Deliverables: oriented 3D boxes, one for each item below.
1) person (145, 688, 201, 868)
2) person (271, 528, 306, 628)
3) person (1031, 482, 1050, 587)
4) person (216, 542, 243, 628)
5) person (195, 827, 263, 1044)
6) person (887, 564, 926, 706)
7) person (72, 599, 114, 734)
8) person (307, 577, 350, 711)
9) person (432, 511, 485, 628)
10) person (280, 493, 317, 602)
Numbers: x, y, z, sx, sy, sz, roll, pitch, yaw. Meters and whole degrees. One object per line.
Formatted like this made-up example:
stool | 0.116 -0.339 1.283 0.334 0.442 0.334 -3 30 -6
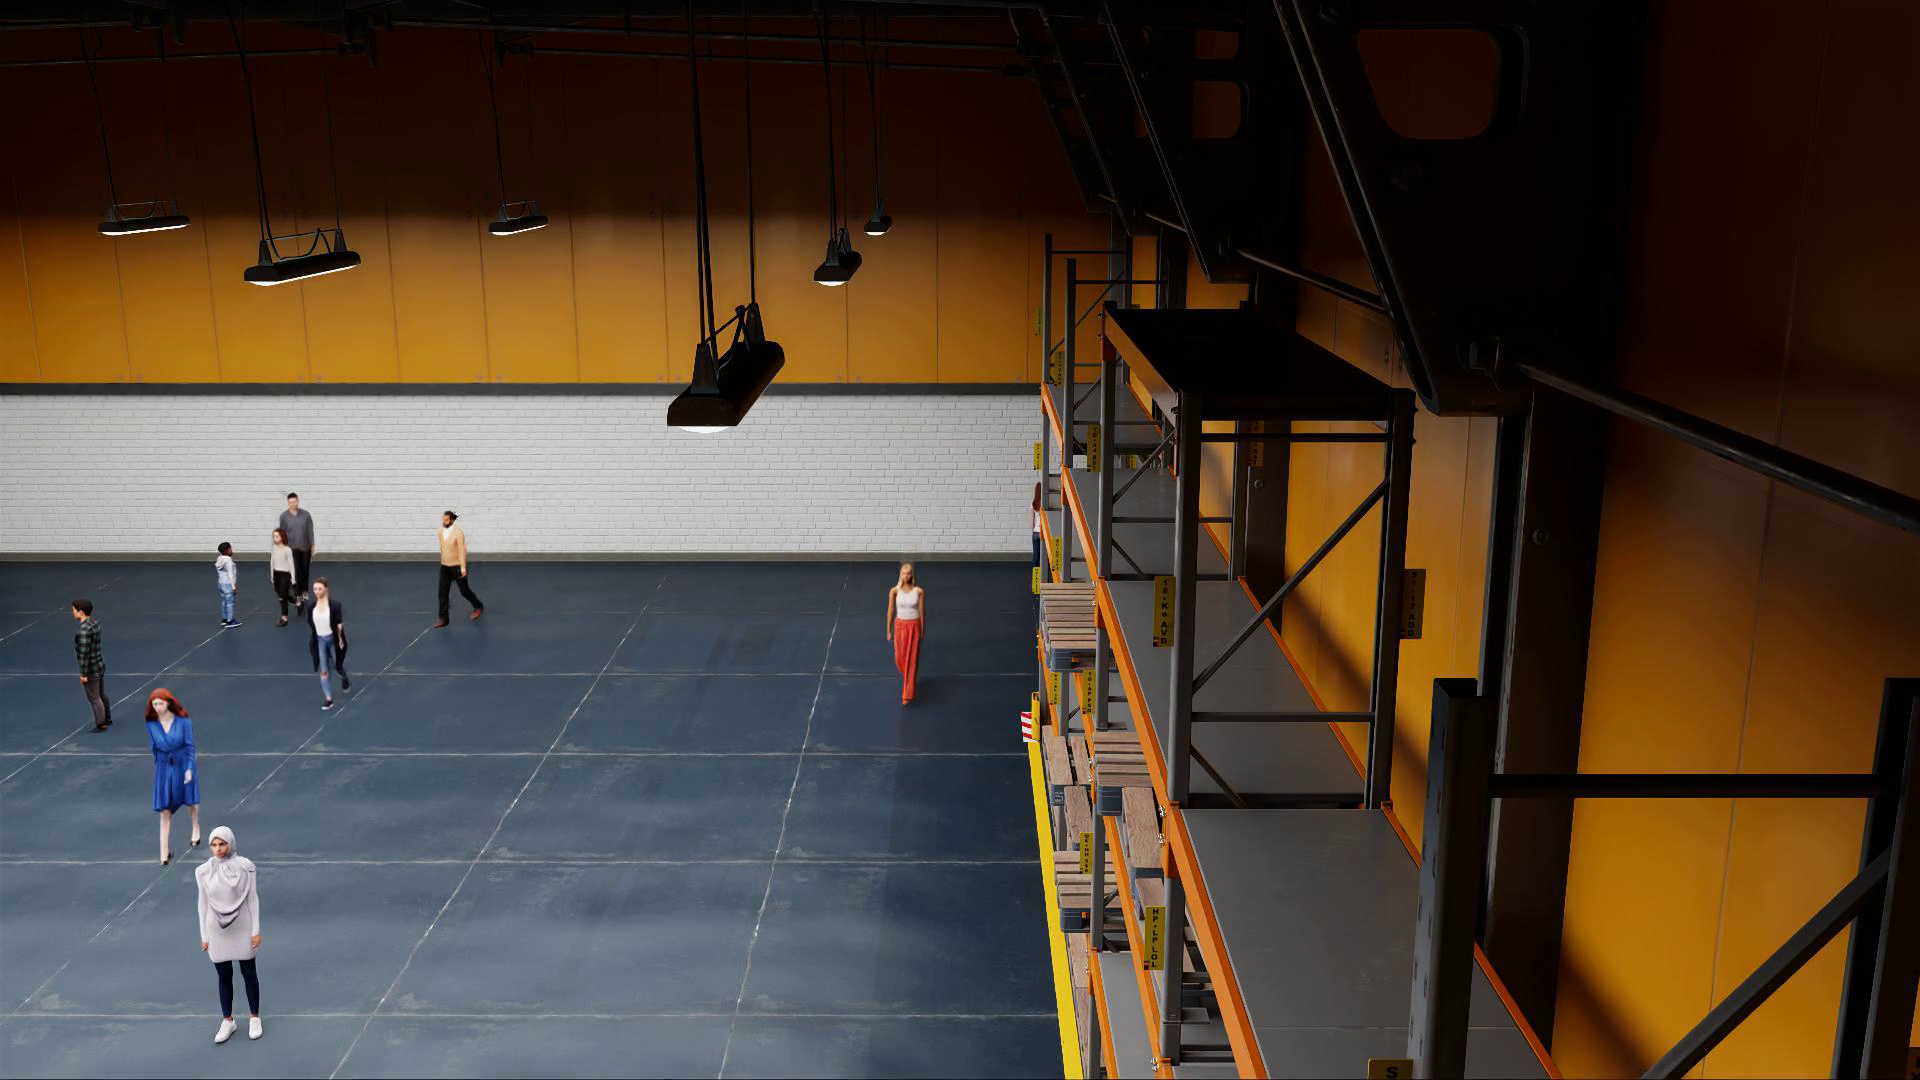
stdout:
person | -7.801 2.311 16.668 0.754 1.774 1.175 -2 14 -10
person | -9.993 0.533 24.666 0.757 1.468 0.944 6 15 23
person | 1.308 -0.073 26.582 0.654 1.742 0.696 10 17 37
person | -10.868 0.645 24.652 0.564 1.255 0.622 13 19 43
person | -5.821 3.128 13.292 0.653 1.776 0.596 -3 14 -12
person | -0.671 1.173 21.380 0.673 1.769 1.179 1 14 4
person | -10.577 1.537 20.253 0.755 1.707 0.555 -3 14 -11
person | -8.003 1.286 21.134 0.644 1.665 0.962 0 14 -1
person | -7.431 0.406 24.631 0.992 1.730 1.253 6 15 24
person | -10.261 0.124 25.810 0.952 1.723 1.147 -8 16 -29
